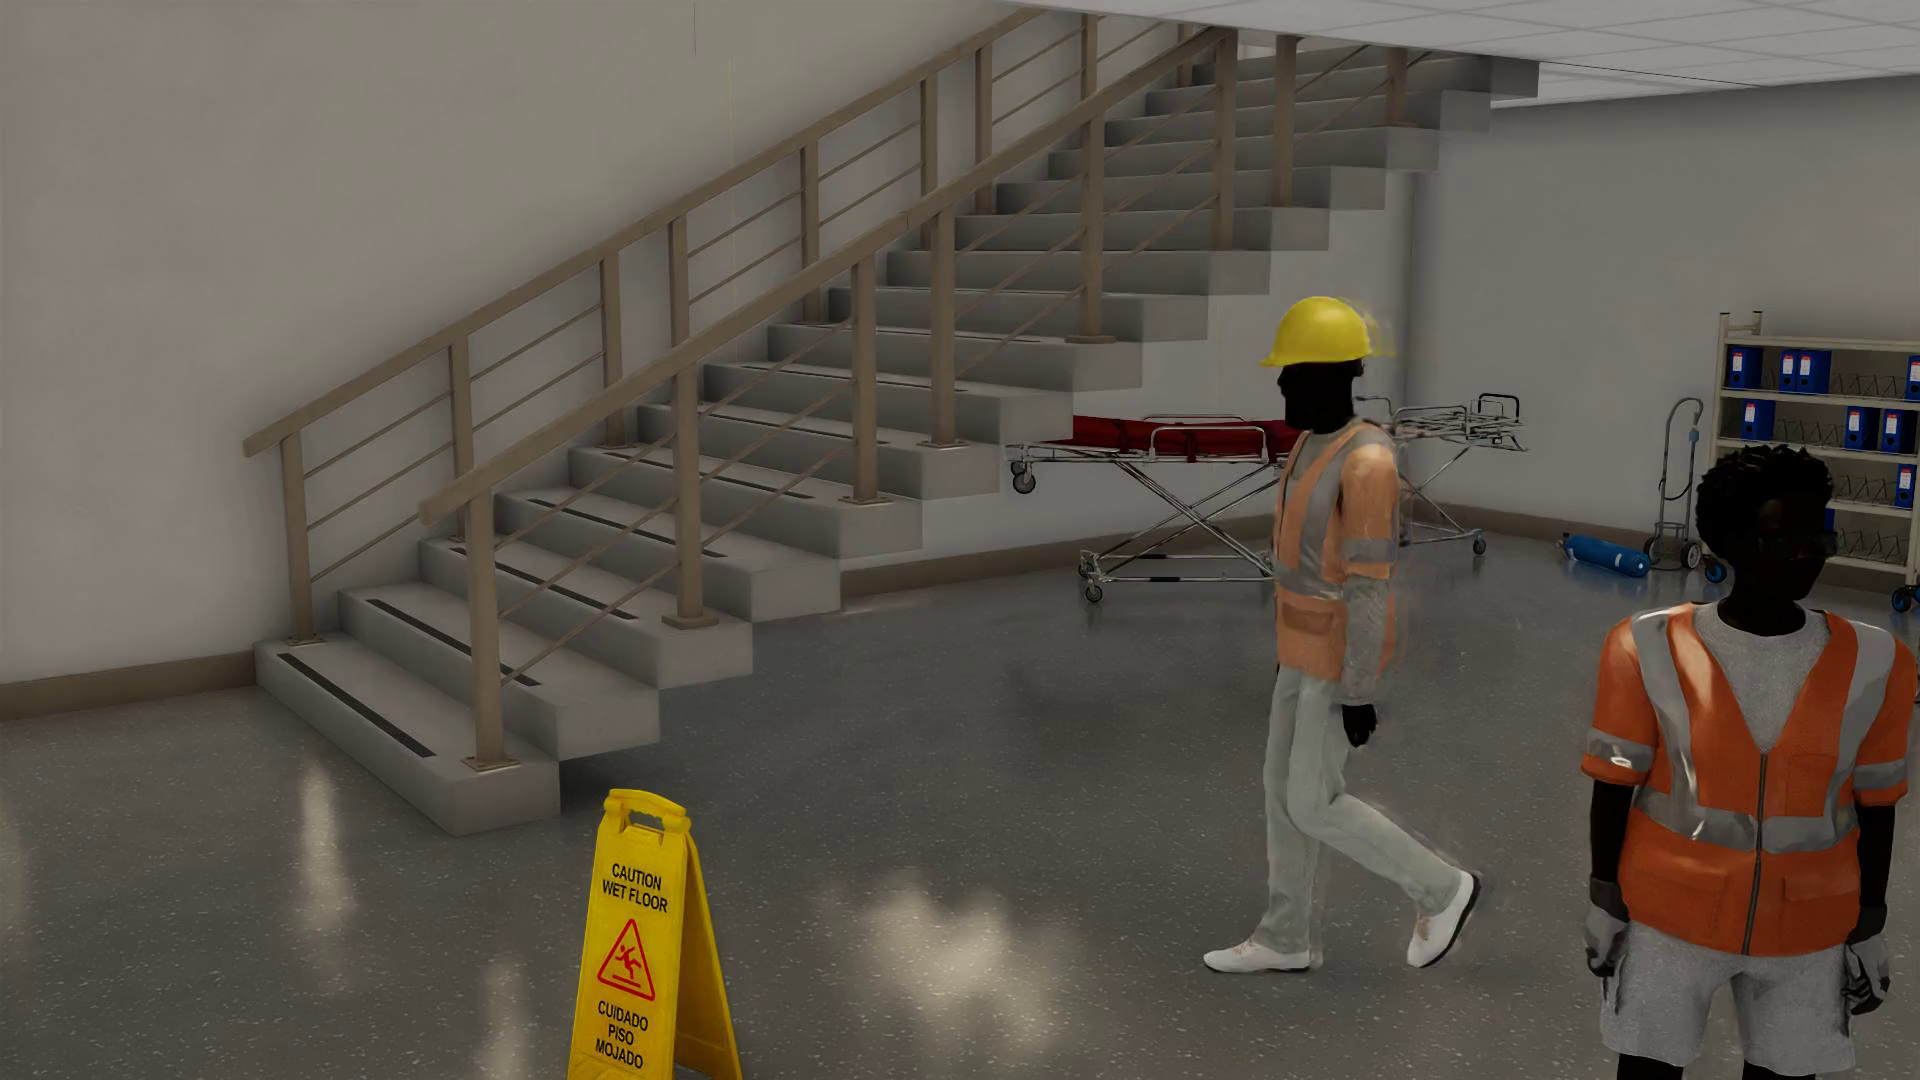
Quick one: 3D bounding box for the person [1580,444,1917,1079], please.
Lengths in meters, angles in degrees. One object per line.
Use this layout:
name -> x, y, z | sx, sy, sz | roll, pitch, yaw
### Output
person -> 1.371, 0.672, 2.953 | 0.538, 1.700, 0.317 | 3, 10, 14

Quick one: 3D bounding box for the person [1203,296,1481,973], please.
person -> 1.049, 0.294, 4.536 | 0.652, 1.907, 0.589 | -1, 10, -3
